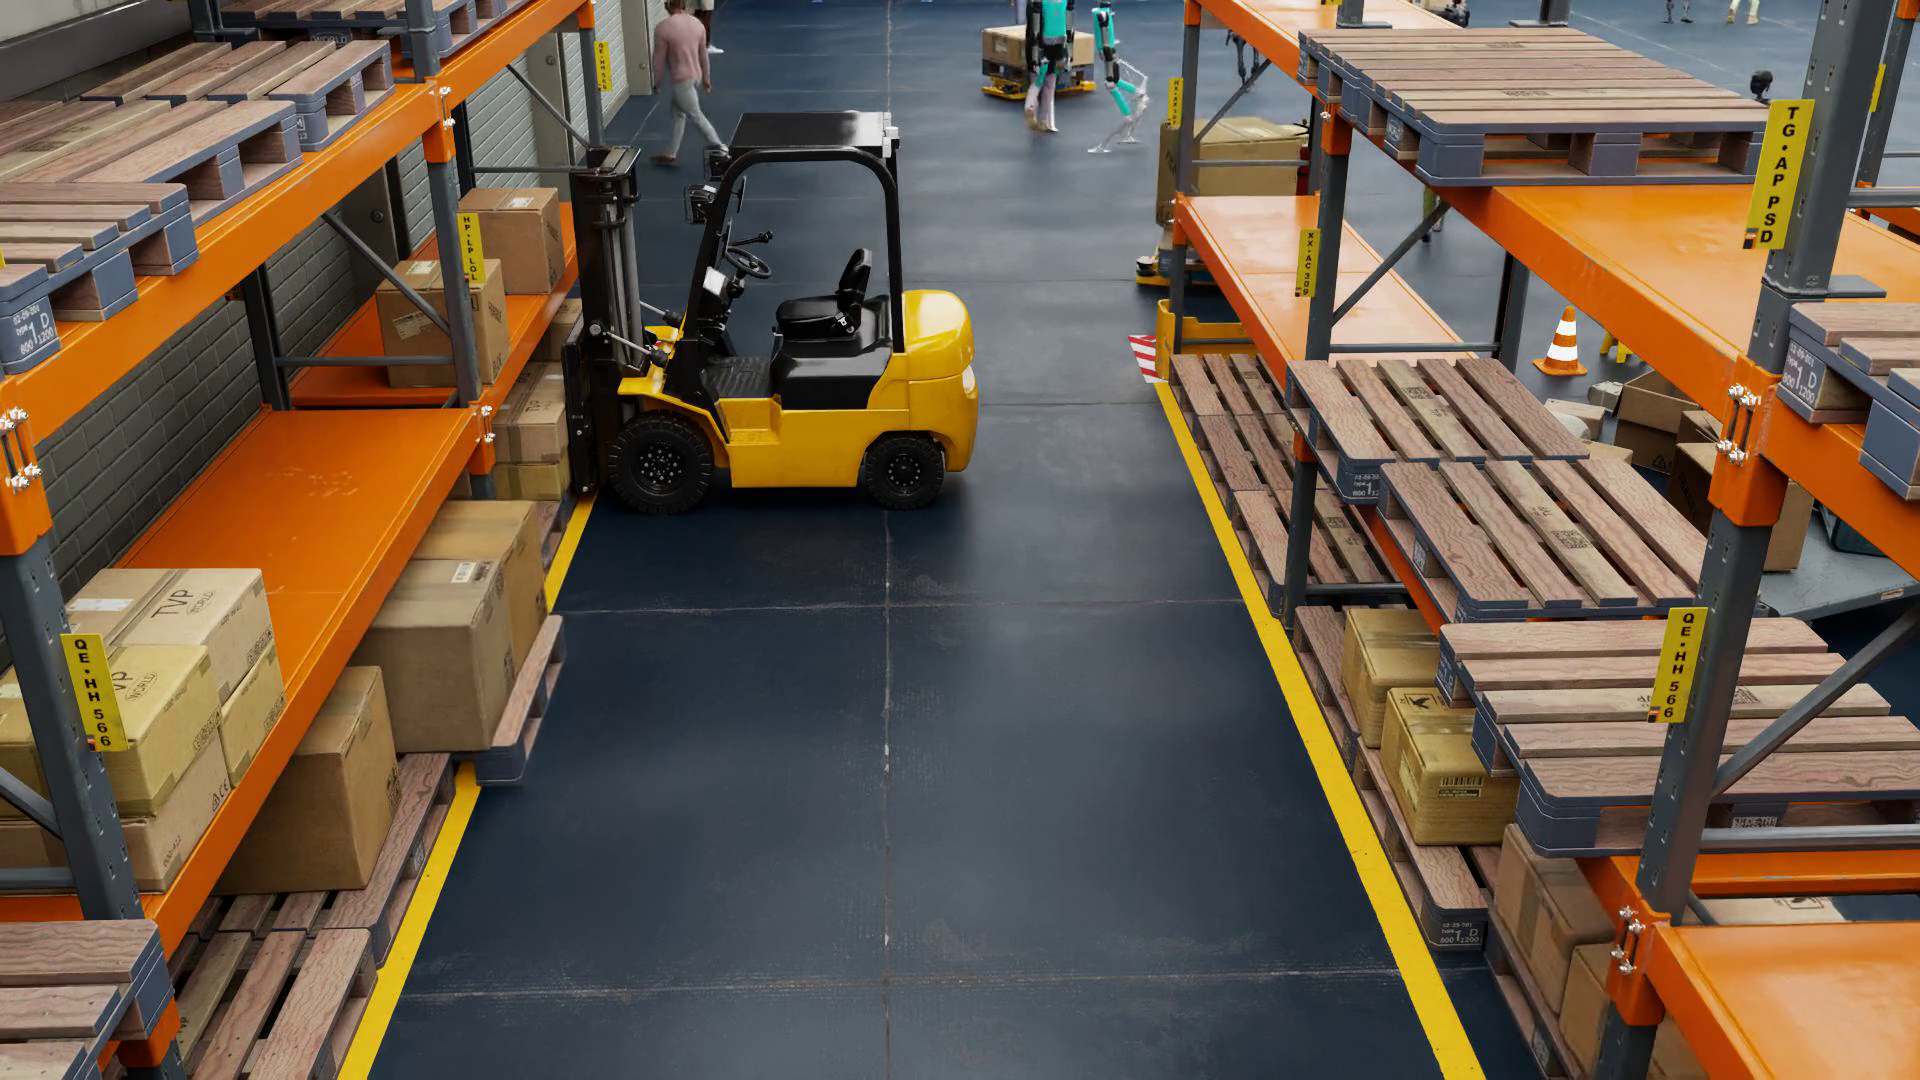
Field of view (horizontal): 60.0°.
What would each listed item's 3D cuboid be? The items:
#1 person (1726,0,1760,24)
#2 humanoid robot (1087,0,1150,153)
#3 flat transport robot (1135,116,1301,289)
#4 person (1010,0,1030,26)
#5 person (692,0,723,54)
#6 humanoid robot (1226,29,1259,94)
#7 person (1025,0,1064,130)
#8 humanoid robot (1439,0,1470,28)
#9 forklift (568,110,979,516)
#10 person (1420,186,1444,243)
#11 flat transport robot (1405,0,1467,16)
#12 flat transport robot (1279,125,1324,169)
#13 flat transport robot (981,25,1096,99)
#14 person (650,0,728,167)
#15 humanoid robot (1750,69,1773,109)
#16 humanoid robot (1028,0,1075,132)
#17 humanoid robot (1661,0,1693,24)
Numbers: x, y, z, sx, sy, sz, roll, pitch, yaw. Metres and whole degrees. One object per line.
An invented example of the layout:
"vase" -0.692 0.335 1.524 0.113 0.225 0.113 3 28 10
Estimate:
"person" 13.144 -9.484 27.529 0.530 1.864 0.839 23 33 39
"humanoid robot" 1.845 -5.228 18.678 0.879 1.775 0.530 1 25 1
"flat transport robot" 2.242 -2.326 14.230 1.431 0.231 0.659 4 26 9
"person" 1.004 -8.038 24.496 0.560 1.834 0.398 2 25 4
"person" -3.867 -8.274 24.917 0.356 1.897 0.556 -19 31 -35
"humanoid robot" 3.823 -6.745 21.974 0.589 1.645 0.486 7 26 15
"person" 0.953 -5.723 19.608 0.569 1.815 0.691 18 30 33
"humanoid robot" 5.871 -5.764 19.856 0.594 1.653 0.408 -16 30 -31
"forklift" -1.043 -1.379 9.976 2.313 2.155 1.214 -1 25 -2
"person" 4.457 -3.578 15.239 0.467 1.653 0.932 7 26 14
"flat transport robot" 7.446 -8.391 27.073 0.659 0.231 1.431 16 30 31
"flat transport robot" 2.982 -3.530 16.779 1.431 0.231 0.659 16 30 30
"flat transport robot" 1.057 -6.072 22.163 1.431 0.231 0.659 -16 30 -30
"person" -2.941 -4.944 17.899 0.915 1.893 0.631 11 27 22
"humanoid robot" 6.967 -3.293 14.638 0.628 1.638 0.369 -4 26 -8
"humanoid robot" 1.023 -5.668 19.686 0.543 1.880 0.661 -8 26 -16
"humanoid robot" 11.999 -9.437 27.646 0.606 1.648 0.463 7 26 15
